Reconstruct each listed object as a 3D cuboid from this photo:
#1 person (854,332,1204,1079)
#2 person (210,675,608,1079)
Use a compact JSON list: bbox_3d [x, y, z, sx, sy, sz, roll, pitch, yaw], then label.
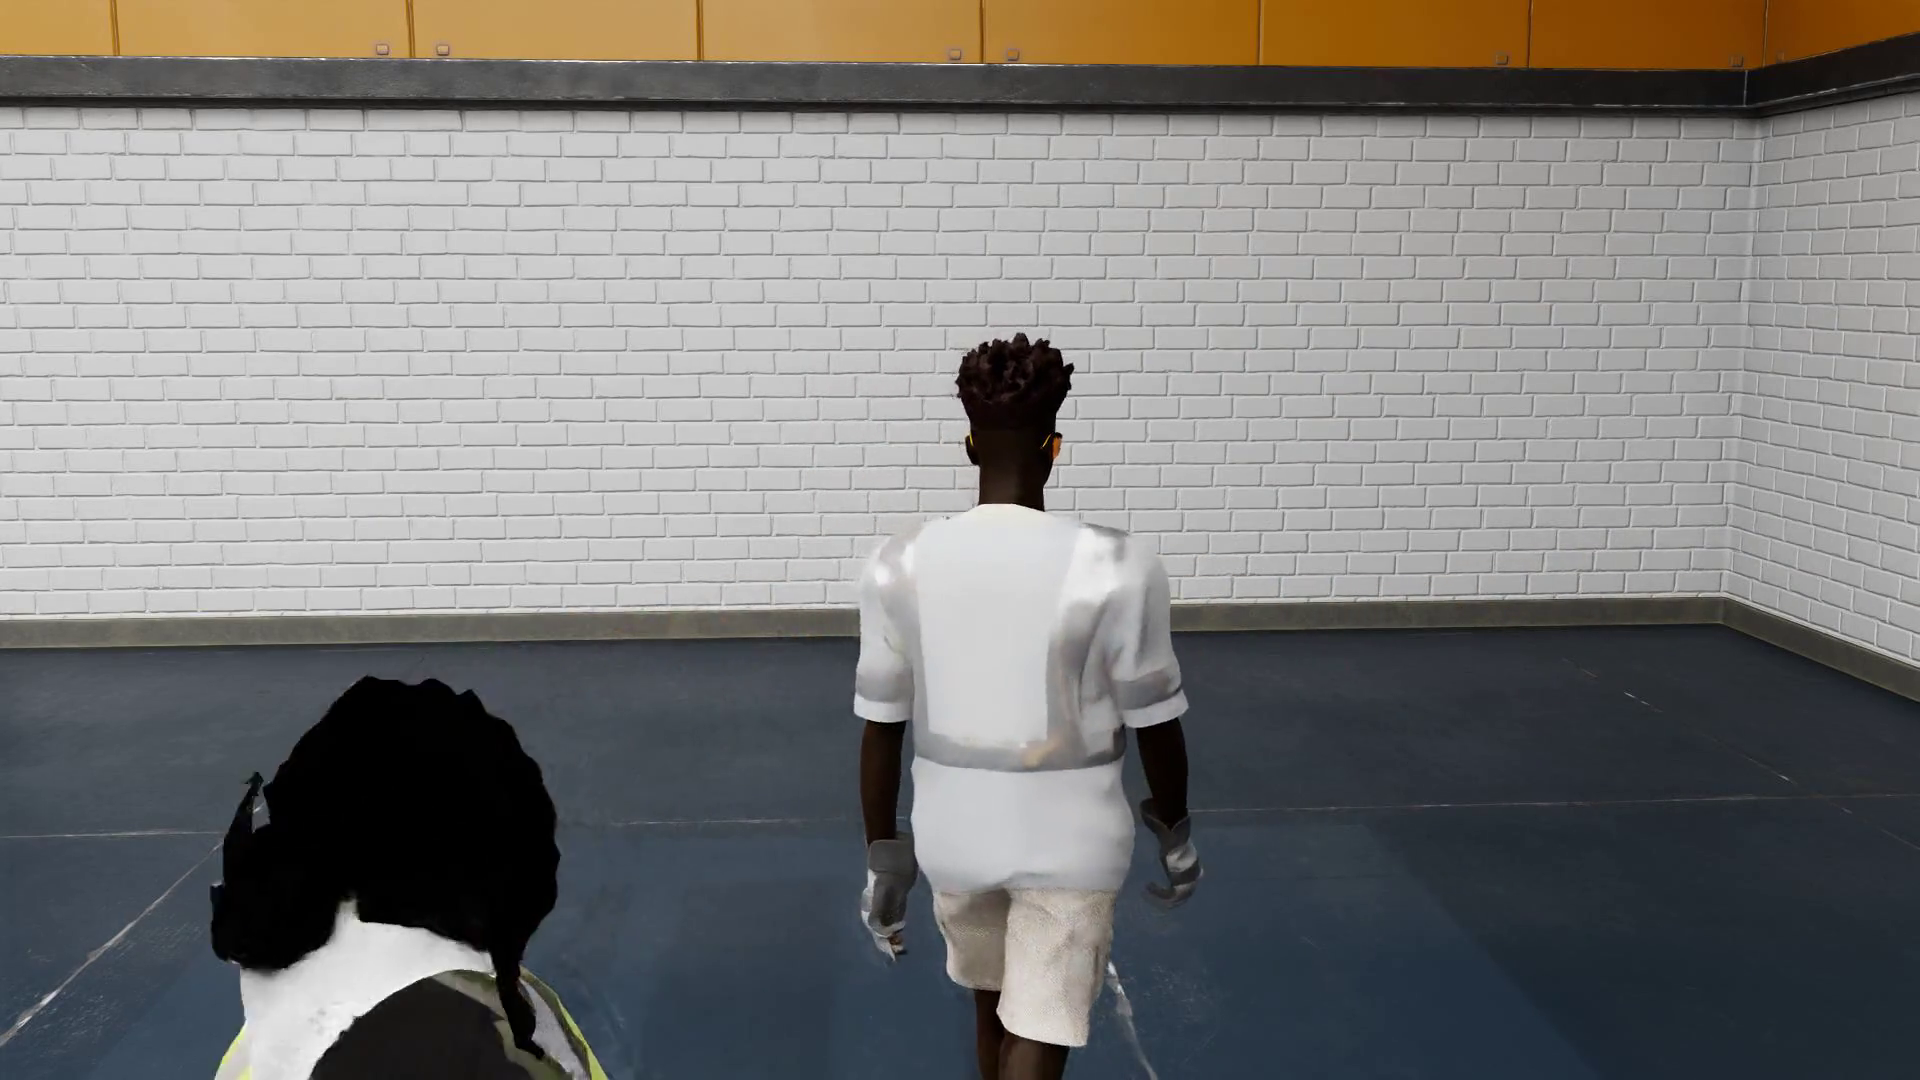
[{"bbox_3d":[0.138,0.565,3.229,0.612,1.919,0.972,5,10,27],"label":"person"},{"bbox_3d":[-0.354,0.951,1.146,0.837,1.801,0.629,-4,10,-26],"label":"person"}]
